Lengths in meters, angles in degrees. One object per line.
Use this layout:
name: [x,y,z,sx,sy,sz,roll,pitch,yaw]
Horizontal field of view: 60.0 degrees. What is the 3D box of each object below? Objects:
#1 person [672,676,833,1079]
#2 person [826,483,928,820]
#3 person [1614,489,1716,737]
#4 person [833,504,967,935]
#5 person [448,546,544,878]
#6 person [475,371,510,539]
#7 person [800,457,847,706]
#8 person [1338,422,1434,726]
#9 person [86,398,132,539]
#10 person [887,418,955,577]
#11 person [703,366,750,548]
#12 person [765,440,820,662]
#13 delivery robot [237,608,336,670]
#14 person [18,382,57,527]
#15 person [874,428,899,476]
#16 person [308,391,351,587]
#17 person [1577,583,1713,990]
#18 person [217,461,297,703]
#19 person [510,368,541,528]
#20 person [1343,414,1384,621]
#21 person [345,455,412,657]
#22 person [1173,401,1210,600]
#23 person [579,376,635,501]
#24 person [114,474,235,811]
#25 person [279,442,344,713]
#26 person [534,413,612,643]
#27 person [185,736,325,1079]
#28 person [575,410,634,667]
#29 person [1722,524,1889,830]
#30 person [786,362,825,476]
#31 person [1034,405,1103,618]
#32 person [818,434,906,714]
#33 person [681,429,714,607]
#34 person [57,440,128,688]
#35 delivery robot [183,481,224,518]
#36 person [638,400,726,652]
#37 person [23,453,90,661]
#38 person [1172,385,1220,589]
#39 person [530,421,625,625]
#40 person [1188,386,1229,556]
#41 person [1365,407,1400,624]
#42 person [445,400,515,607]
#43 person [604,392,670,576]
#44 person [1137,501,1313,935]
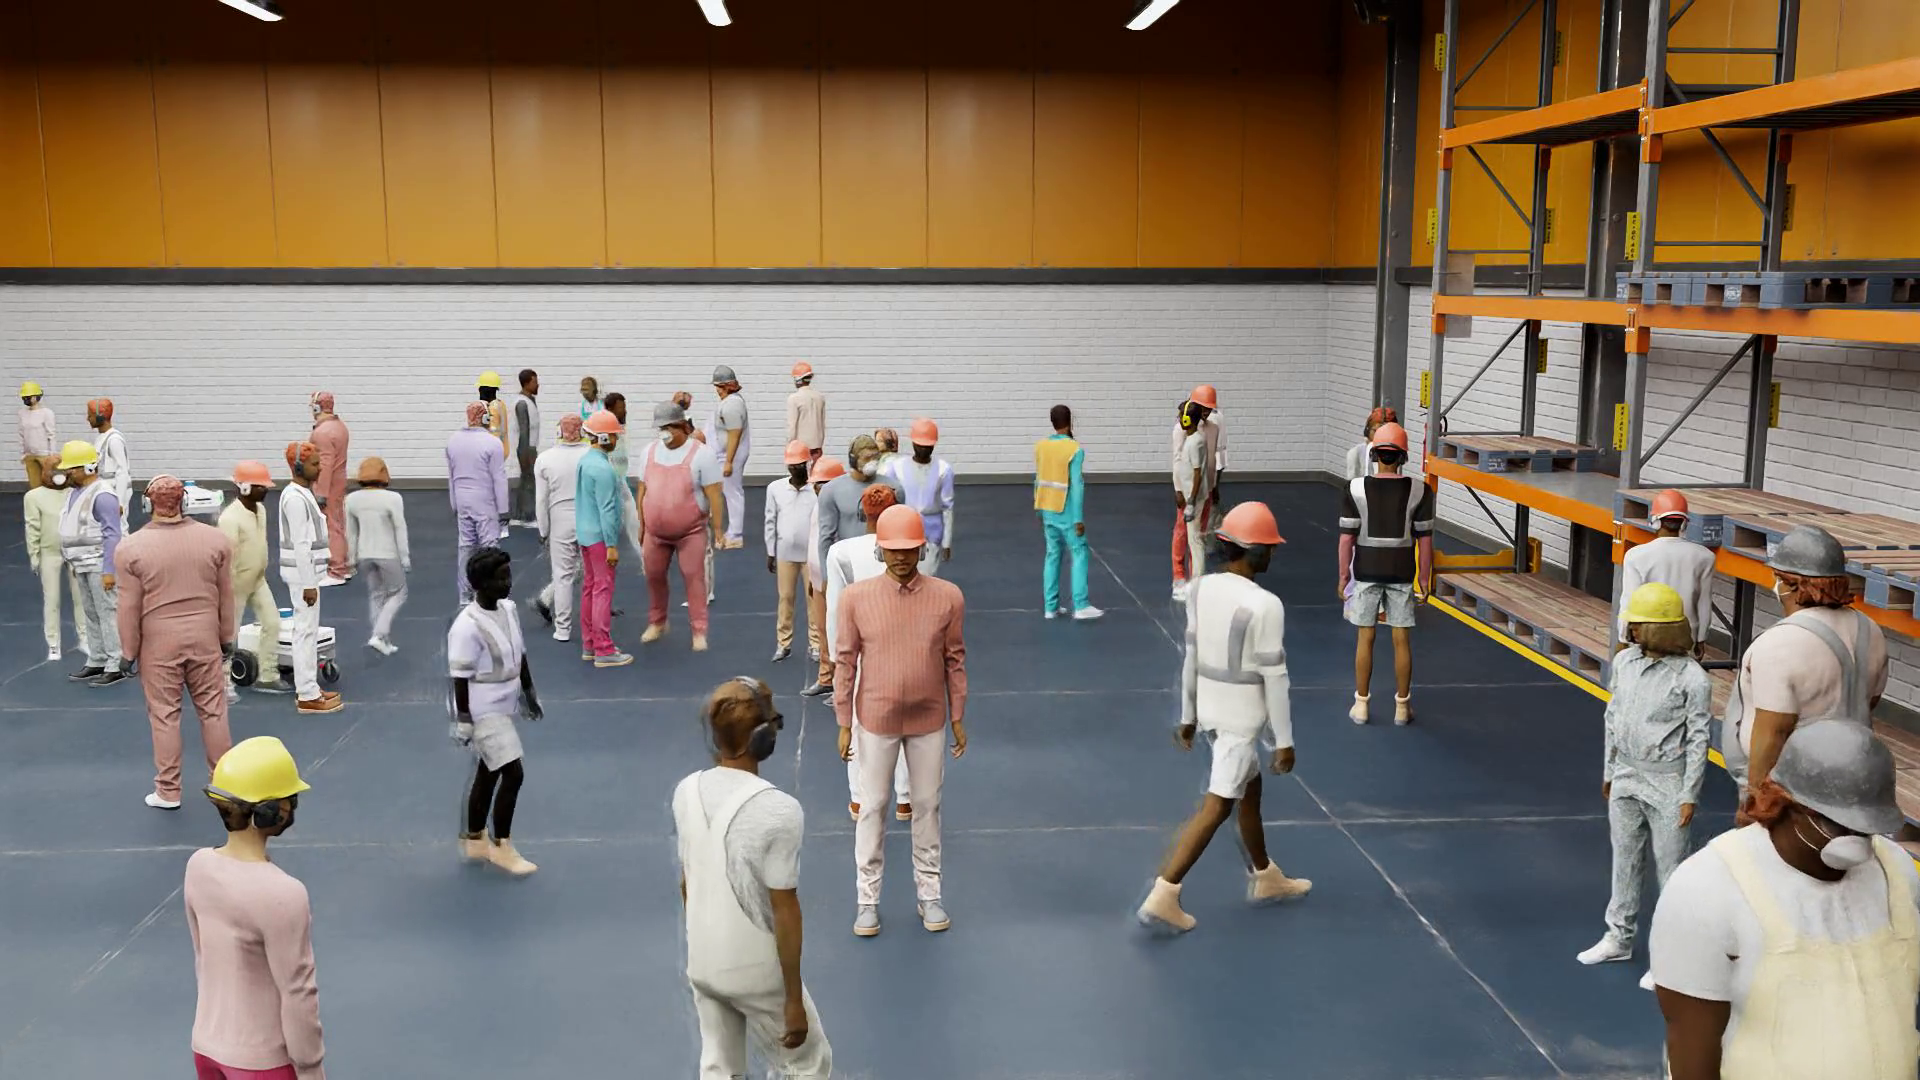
person: [-0.614,1.307,5.121,0.535,1.823,0.569,6,11,34]
person: [-0.447,0.623,9.233,0.584,1.882,0.337,0,9,3]
person: [4.212,0.567,9.998,0.576,1.749,0.335,-1,9,-4]
person: [-0.267,0.821,7.642,0.623,1.993,0.385,-2,9,-11]
person: [-2.307,0.862,8.386,0.594,1.679,0.546,1,9,7]
person: [-5.362,-0.973,19.115,0.354,1.930,0.587,-2,9,-12]
person: [-0.925,0.284,11.771,0.326,1.752,0.563,-6,11,-34]
person: [2.858,0.229,11.215,0.613,2.041,0.393,2,9,12]
person: [-7.946,-0.387,15.581,0.337,1.882,0.584,-7,12,-39]
person: [-0.318,-0.016,13.165,0.569,1.908,0.554,-1,9,-6]
person: [-2.609,-0.930,18.499,0.536,2.000,0.673,-1,9,-4]
person: [-1.249,0.090,12.992,0.563,1.751,0.342,1,9,6]
delivery robot: [-4.986,0.749,12.312,0.707,0.478,0.477,4,10,21]
person: [-11.033,-1.012,19.901,0.527,1.762,0.334,3,9,16]
person: [-0.669,-0.212,15.232,0.308,1.645,0.517,-5,10,-27]
person: [-6.179,-0.502,16.232,0.409,1.905,0.652,-1,9,-6]
person: [2.934,1.036,7.089,0.313,1.741,0.487,-5,10,-28]
person: [-5.047,0.297,11.816,0.578,1.719,0.588,1,9,4]
person: [-5.181,-1.092,19.963,0.417,1.933,0.590,-1,9,-8]
person: [3.587,-0.201,14.558,0.507,1.838,0.351,-6,11,-32]
person: [-4.559,0.142,13.078,0.533,1.617,0.416,2,9,13]
person: [2.155,-0.363,15.494,0.333,1.866,0.515,2,9,11]
person: [-4.378,-1.121,20.474,0.567,1.811,0.871,4,10,26]
person: [-4.458,0.575,9.462,0.639,1.910,0.407,-8,12,-43]
person: [-4.524,0.258,11.536,0.355,1.883,0.575,-4,10,-22]
person: [-3.171,-0.101,13.737,0.641,1.901,0.408,-3,9,-16]
person: [-1.948,1.416,4.664,0.521,1.758,0.349,6,11,34]
person: [-2.774,-0.014,12.915,0.405,1.988,0.614,-5,10,-28]
person: [3.352,0.943,6.737,0.678,2.000,0.536,-5,10,-27]
person: [-1.877,-1.151,20.080,0.413,1.985,0.610,7,11,37]
person: [0.886,-0.247,14.702,0.436,1.884,0.683,-7,12,-39]
person: [-0.671,0.233,11.518,0.633,1.937,0.358,-3,10,-20]
person: [-2.406,-0.206,15.207,0.307,1.639,0.525,1,9,6]
person: [-6.398,0.170,12.261,0.589,1.827,0.404,8,12,41]
delivery robot: [-9.230,-0.470,19.965,0.707,0.478,0.477,-5,10,-27]
person: [-2.265,-0.124,13.438,0.786,2.000,0.553,3,9,17]
person: [-7.082,0.127,13.135,0.527,1.635,0.299,-8,12,-43]
person: [2.291,-0.505,16.011,0.612,1.983,0.407,-8,12,-41]
person: [-3.321,-0.141,14.335,0.749,1.794,0.603,-3,9,-16]
person: [2.695,-0.751,17.982,0.387,1.845,0.565,6,11,31]
person: [3.657,-0.213,14.491,0.356,1.883,0.574,0,9,0]
person: [-4.347,-0.319,15.121,0.649,1.900,0.397,4,10,26]
person: [-3.459,-0.547,16.658,1.026,1.863,0.618,3,10,19]
person: [1.241,0.814,7.713,1.048,1.999,0.627,-5,10,-26]
